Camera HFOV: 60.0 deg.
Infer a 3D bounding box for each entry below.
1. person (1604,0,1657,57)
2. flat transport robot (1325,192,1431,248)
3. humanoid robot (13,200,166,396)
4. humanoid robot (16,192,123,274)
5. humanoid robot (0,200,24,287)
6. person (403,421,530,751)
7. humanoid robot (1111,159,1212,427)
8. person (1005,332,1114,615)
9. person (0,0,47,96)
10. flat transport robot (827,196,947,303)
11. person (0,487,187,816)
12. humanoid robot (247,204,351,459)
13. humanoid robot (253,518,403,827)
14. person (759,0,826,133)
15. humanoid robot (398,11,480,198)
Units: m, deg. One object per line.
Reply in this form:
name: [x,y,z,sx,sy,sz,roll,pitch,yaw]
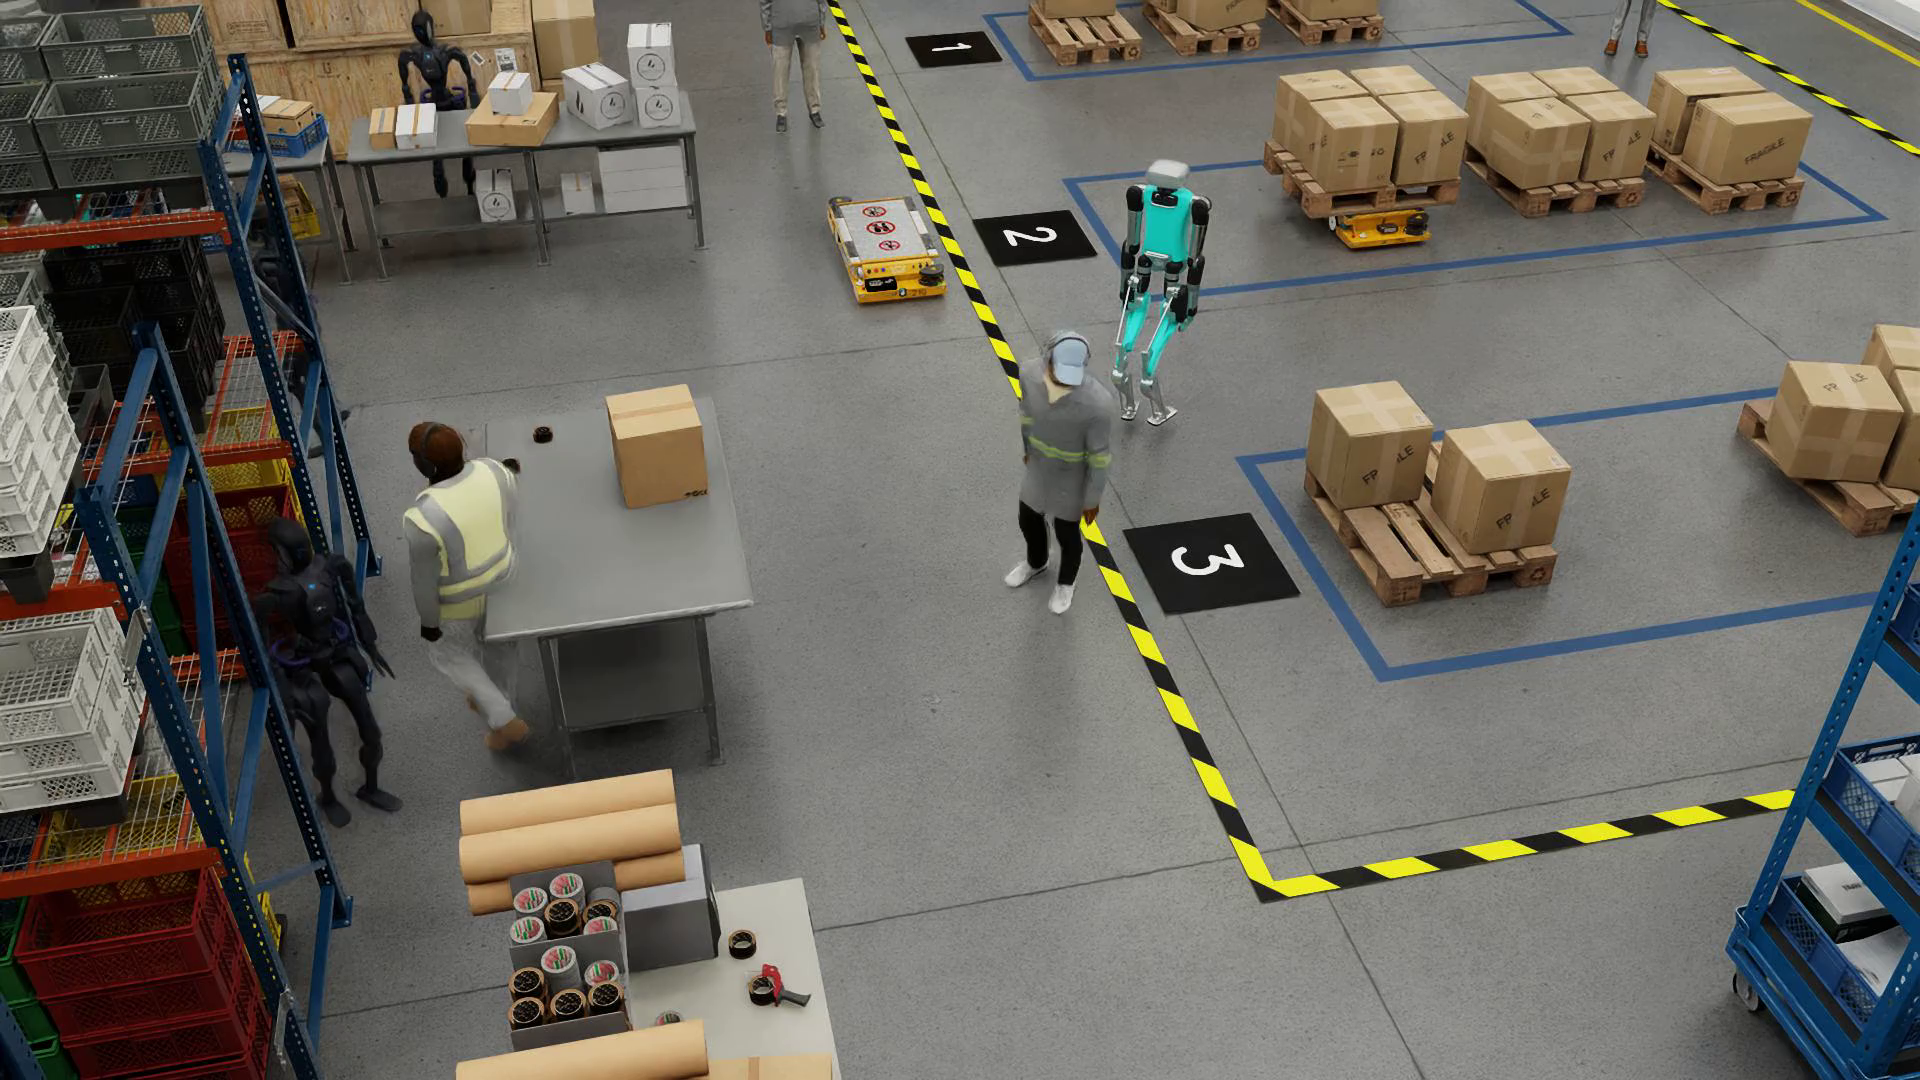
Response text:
person: [6.470,-5.482,15.569,0.587,1.885,0.361,9,38,12]
flat transport robot: [3.134,-2.740,13.213,0.652,0.197,1.431,-8,37,-10]
humanoid robot: [-4.973,-1.178,9.953,0.812,1.829,0.548,1,37,1]
humanoid robot: [-5.263,-1.375,10.095,0.530,1.700,0.749,-15,39,-19]
humanoid robot: [-5.682,-1.483,10.374,0.614,1.644,0.475,-13,39,-17]
person: [-2.342,0.227,7.942,0.478,1.831,0.643,20,41,24]
humanoid robot: [1.137,-1.426,10.131,0.533,1.673,0.735,18,40,23]
person: [0.515,-0.345,8.723,0.623,1.811,0.487,25,43,30]
person: [-8.043,-4.405,14.102,0.706,1.903,0.638,27,44,31]
flat transport robot: [-0.570,-2.220,12.538,0.659,0.231,1.431,-8,37,-10]
person: [-3.934,0.523,7.540,0.601,1.830,0.404,4,37,5]
humanoid robot: [-4.012,-1.239,10.038,0.373,1.651,0.614,-10,38,-13]
humanoid robot: [-2.883,0.607,7.556,0.410,1.649,0.586,21,42,26]
person: [-1.412,-4.367,14.165,0.573,1.768,0.399,-10,38,-13]
humanoid robot: [-3.916,-3.218,12.708,0.595,1.641,0.633,-4,37,-5]
